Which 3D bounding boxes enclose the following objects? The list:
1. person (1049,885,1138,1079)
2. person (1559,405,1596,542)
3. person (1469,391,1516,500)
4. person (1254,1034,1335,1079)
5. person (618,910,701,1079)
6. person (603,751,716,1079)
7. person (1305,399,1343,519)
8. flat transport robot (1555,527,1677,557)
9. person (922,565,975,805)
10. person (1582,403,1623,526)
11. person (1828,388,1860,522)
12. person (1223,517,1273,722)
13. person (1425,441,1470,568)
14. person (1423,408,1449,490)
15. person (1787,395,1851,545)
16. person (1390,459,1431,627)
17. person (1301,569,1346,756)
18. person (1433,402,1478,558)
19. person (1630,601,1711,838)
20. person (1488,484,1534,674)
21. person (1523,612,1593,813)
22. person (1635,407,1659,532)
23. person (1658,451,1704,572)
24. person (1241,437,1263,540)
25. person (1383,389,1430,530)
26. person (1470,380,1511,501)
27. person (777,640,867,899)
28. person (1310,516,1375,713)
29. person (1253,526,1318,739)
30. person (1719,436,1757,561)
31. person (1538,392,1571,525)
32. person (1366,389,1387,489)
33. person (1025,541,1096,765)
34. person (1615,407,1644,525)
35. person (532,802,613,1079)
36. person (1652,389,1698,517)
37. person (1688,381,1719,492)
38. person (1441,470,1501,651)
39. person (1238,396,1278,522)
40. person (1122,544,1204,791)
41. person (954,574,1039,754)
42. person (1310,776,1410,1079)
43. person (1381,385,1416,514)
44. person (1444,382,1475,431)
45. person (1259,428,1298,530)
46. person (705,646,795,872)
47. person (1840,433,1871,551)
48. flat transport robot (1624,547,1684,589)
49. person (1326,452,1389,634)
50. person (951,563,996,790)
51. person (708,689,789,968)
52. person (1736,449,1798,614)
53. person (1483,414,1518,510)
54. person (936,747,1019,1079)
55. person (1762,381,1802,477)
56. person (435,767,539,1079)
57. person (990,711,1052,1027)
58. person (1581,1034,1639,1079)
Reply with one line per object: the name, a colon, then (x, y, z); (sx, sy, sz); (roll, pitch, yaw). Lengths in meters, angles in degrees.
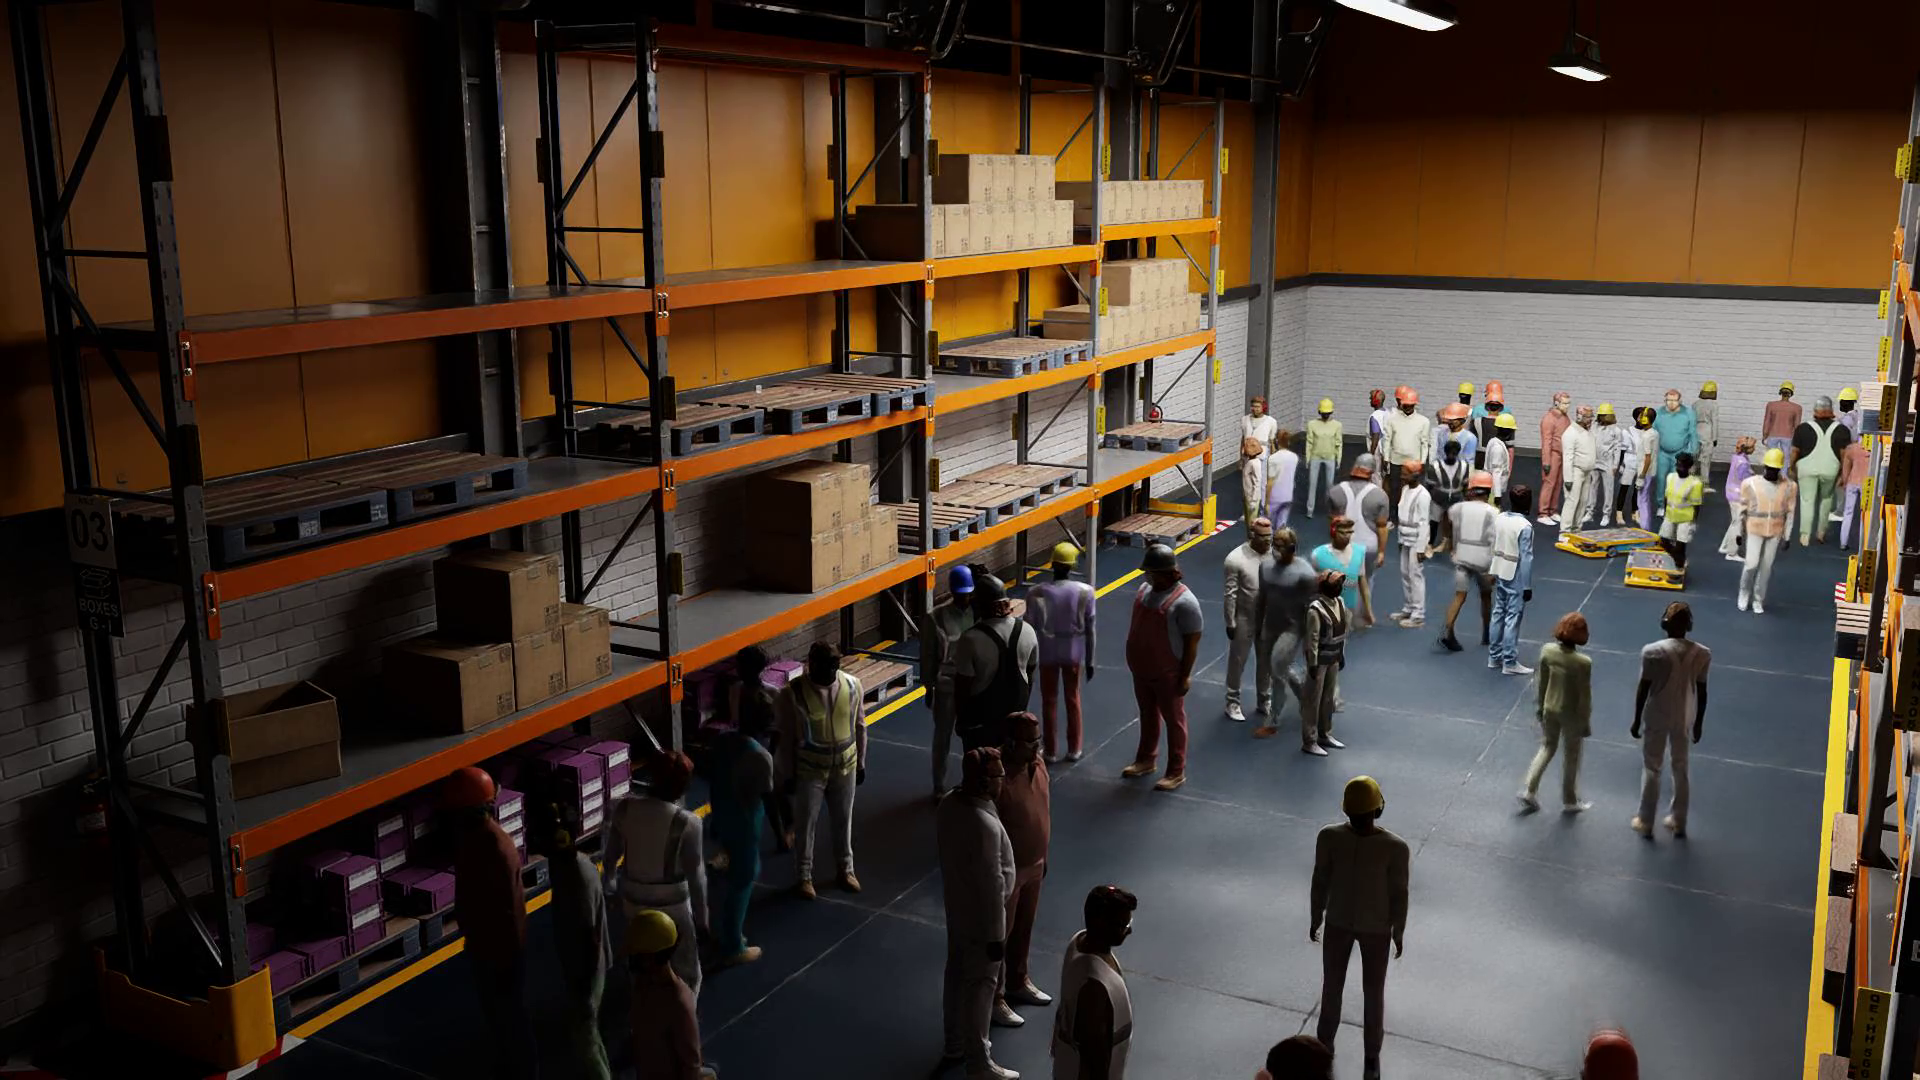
person: (0.603, 2.447, 7.612); (0.389, 1.837, 0.563); (0, 13, -1)
person: (8.332, -0.880, 22.392); (0.653, 1.894, 0.400); (-12, 17, -42)
person: (7.227, -1.016, 22.697); (0.612, 2.030, 0.410); (3, 13, 15)
person: (1.387, 2.744, 6.864); (0.548, 1.597, 0.537); (-6, 14, -24)
person: (-1.350, 2.500, 7.538); (0.329, 1.767, 0.528); (-8, 15, -33)
person: (-1.695, 2.077, 9.211); (0.841, 1.869, 0.476); (4, 13, 18)
person: (5.241, -1.167, 23.987); (0.526, 1.748, 0.425); (2, 13, 8)
flat transport robot: (8.684, 0.020, 22.015); (1.431, 0.197, 0.652); (-4, 13, -19)
person: (0.004, 1.142, 13.207); (0.616, 1.945, 0.404); (-3, 13, -15)
person: (9.113, -1.078, 23.605); (0.310, 1.744, 0.486); (-10, 16, -39)
person: (12.665, -1.224, 23.845); (0.366, 1.926, 0.594); (10, 16, 37)
person: (2.715, 0.721, 15.217); (0.642, 1.899, 0.397); (-4, 13, -17)
person: (6.200, -0.470, 21.165); (0.544, 1.605, 0.978); (1, 13, 5)
person: (6.863, -1.086, 23.916); (0.561, 1.609, 0.592); (-7, 15, -29)
person: (11.562, -0.978, 22.488); (0.695, 2.000, 0.809); (4, 13, 18)
person: (5.001, 0.025, 18.387); (0.369, 1.874, 0.605); (-2, 13, -7)
person: (3.151, 1.043, 14.363); (0.314, 1.632, 0.516); (12, 17, 42)
person: (6.397, -0.779, 21.622); (0.412, 2.036, 0.607); (-8, 15, -31)
person: (5.333, 1.359, 12.512); (0.504, 1.837, 0.354); (1, 13, 3)
person: (5.527, 0.386, 16.658); (0.392, 1.920, 0.592); (-3, 13, -14)
person: (4.715, 1.354, 13.005); (0.446, 1.637, 0.508); (-6, 14, -25)
person: (9.190, -0.862, 22.362); (0.312, 1.865, 0.536); (7, 15, 30)
person: (8.702, -0.259, 20.067); (0.389, 1.675, 0.554); (-7, 14, -27)
person: (3.716, -0.510, 21.311); (0.272, 1.632, 0.507); (-1, 13, -3)
person: (6.200, -1.108, 23.170); (0.612, 1.996, 0.376); (5, 14, 22)
person: (7.687, -1.323, 24.137); (0.611, 1.995, 0.380); (-2, 13, -8)
person: (-0.938, 1.577, 11.530); (0.630, 1.836, 0.430); (-5, 14, -23)
person: (3.583, 0.687, 15.510); (0.571, 1.827, 0.649); (-6, 14, -24)
person: (2.941, 0.792, 14.876); (0.801, 1.915, 0.633); (-9, 16, -36)
person: (10.031, -0.534, 21.443); (0.314, 1.633, 0.526); (4, 13, 16)
person: (8.471, -1.159, 23.637); (0.401, 1.894, 0.655); (11, 17, 41)
person: (6.100, -1.271, 24.239); (0.381, 1.844, 0.566); (8, 15, 32)
person: (0.842, 0.956, 14.096); (0.602, 1.923, 0.378); (-1, 13, -6)
person: (9.582, -1.051, 23.590); (0.540, 1.695, 0.317); (-2, 13, -10)
person: (-1.959, 2.234, 8.570); (0.378, 1.851, 0.534); (-6, 14, -26)
person: (10.299, -1.252, 24.078); (0.728, 1.883, 0.462); (6, 14, 24)
person: (11.659, -1.616, 26.029); (0.331, 1.740, 0.492); (-6, 14, -25)
person: (5.364, 0.226, 17.458); (0.559, 1.897, 0.899); (11, 17, 41)
person: (4.256, -1.147, 23.717); (0.562, 1.836, 0.385); (12, 17, 42)
person: (1.608, 1.019, 13.546); (0.535, 2.000, 0.684); (-9, 15, -34)
person: (0.229, 1.239, 12.560); (0.681, 2.000, 0.535); (-7, 15, -30)
person: (2.188, 2.134, 9.175); (0.533, 1.767, 0.327); (6, 14, 24)
person: (6.365, -1.282, 24.081); (0.552, 1.935, 0.374); (-4, 13, -18)
person: (7.377, -1.364, 24.502); (0.582, 1.918, 0.392); (11, 17, 40)
person: (3.960, -0.489, 20.822); (0.543, 1.811, 0.509); (-7, 15, -30)
person: (-1.478, 1.564, 11.985); (0.535, 1.637, 0.892); (6, 14, 24)
person: (11.871, -0.704, 21.877); (0.301, 1.772, 0.524); (-9, 16, -36)
flat transport robot: (8.611, 0.338, 20.593); (0.652, 0.197, 1.431); (5, 14, 23)
person: (4.272, 0.025, 17.996); (0.695, 2.000, 0.860); (6, 14, 25)
person: (0.145, 1.138, 13.239); (0.381, 1.949, 0.598); (-11, 17, -41)
person: (-1.348, 1.819, 10.459); (0.469, 1.818, 0.545); (-9, 16, -36)
person: (9.118, -0.094, 18.825); (0.579, 1.906, 0.444); (3, 13, 14)
person: (6.922, -0.677, 21.411); (0.395, 1.920, 0.587); (4, 13, 17)
person: (0.112, 2.056, 9.207); (0.402, 1.906, 0.652); (-5, 14, -22)
person: (12.788, -1.596, 25.910); (0.535, 1.753, 0.341); (6, 14, 25)
person: (-2.487, 2.128, 8.736); (0.426, 1.982, 0.627); (-9, 15, -34)
person: (0.339, 1.923, 9.837); (0.401, 1.899, 0.636); (10, 16, 37)
person: (2.483, 2.747, 6.485); (0.595, 1.731, 0.555); (3, 13, 14)
